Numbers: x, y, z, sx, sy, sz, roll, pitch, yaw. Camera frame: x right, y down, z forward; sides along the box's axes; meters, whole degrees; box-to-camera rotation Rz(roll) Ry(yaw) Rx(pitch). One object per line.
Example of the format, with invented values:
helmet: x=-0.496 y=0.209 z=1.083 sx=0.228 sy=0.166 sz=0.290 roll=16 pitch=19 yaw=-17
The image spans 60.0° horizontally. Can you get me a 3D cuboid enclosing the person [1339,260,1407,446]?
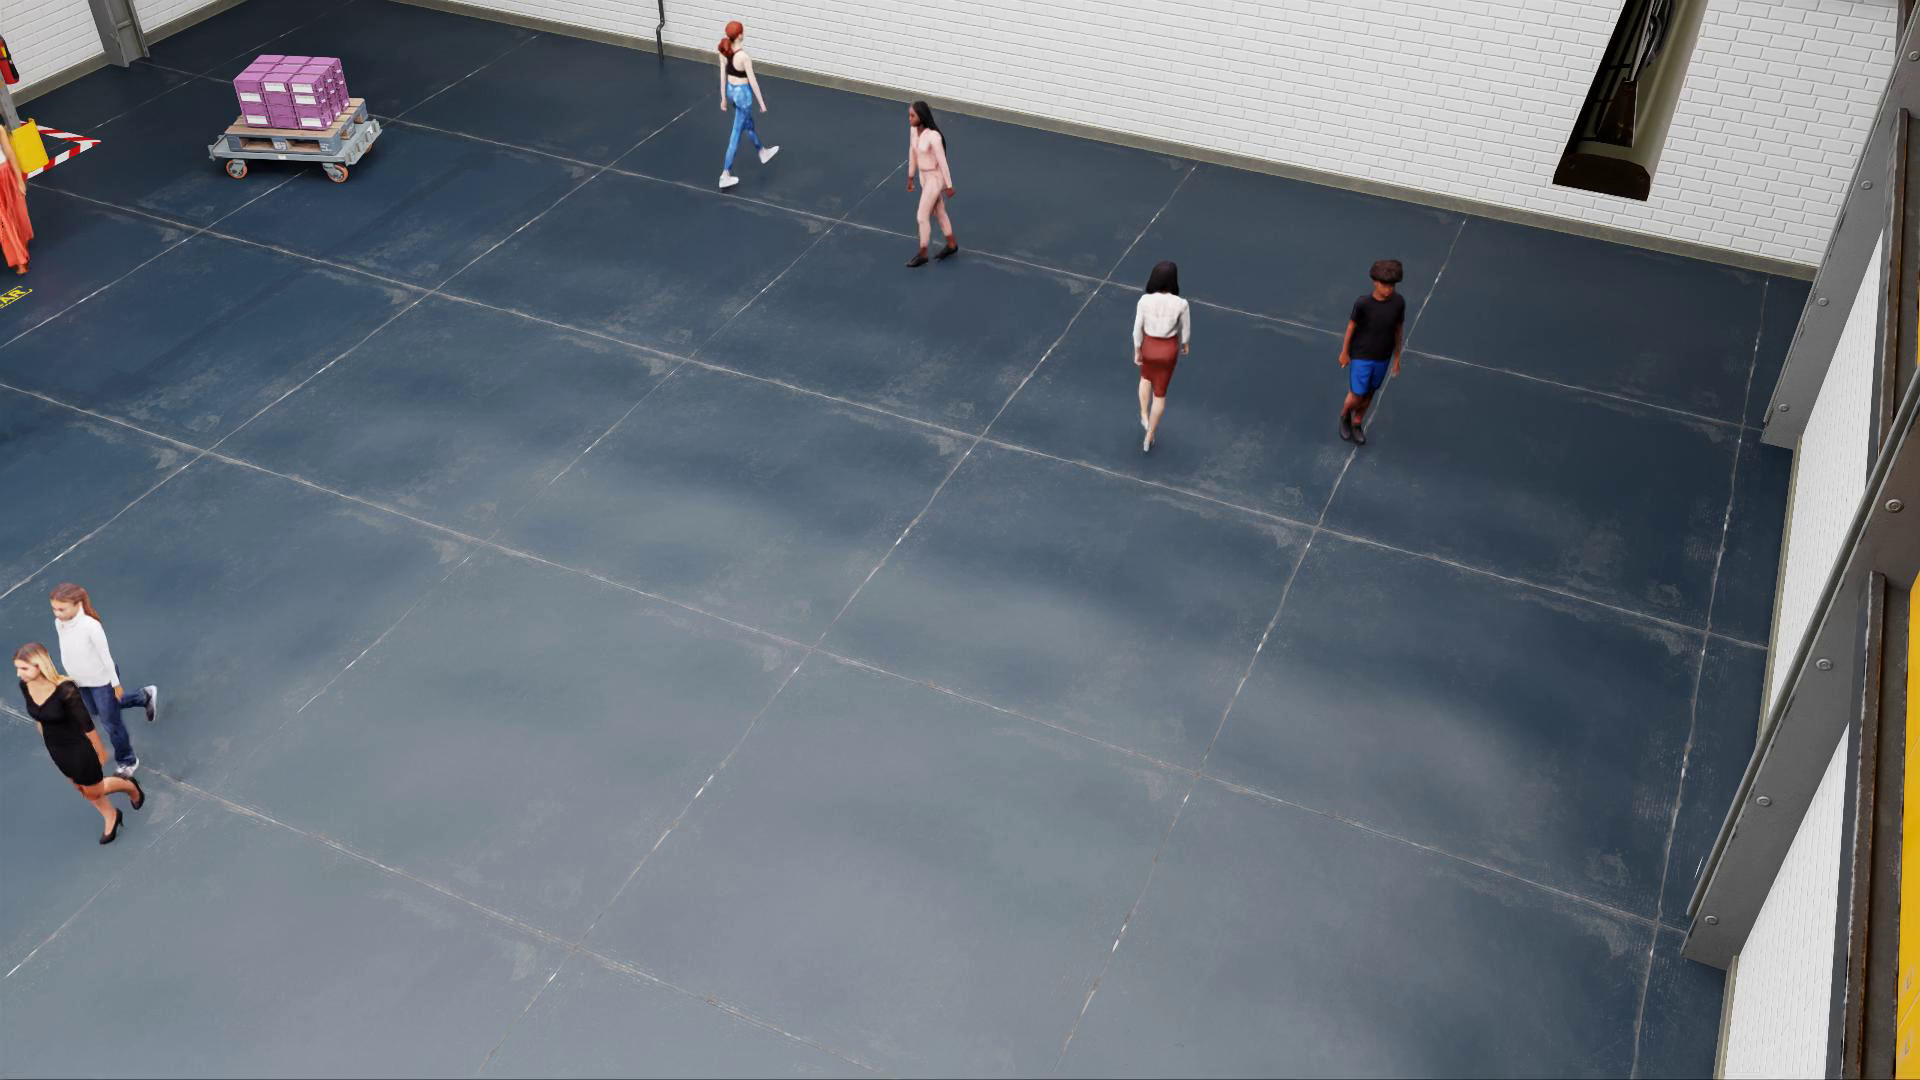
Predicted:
person: x=3.422 y=-1.618 z=13.961 sx=0.752 sy=1.777 sz=0.796 roll=-5 pitch=39 yaw=-6

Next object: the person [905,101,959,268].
person: x=-0.189 y=-3.551 z=16.456 sx=1.018 sy=1.684 sz=0.916 roll=-21 pitch=43 yaw=-24

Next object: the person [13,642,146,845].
person: x=-5.516 y=1.244 z=10.466 sx=0.624 sy=1.665 sz=0.708 roll=10 pitch=40 yaw=12

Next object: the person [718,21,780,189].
person: x=-2.398 y=-4.599 z=17.732 sx=0.789 sy=1.729 sz=1.266 roll=27 pitch=46 yaw=29

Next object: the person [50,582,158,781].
person: x=-5.678 y=0.869 z=11.034 sx=0.582 sy=1.542 sz=0.921 roll=11 pitch=40 yaw=13

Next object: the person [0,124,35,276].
person: x=-9.485 y=-3.575 z=16.446 sx=1.278 sy=1.734 sz=1.267 roll=-15 pitch=41 yaw=-18

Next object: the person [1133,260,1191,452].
person: x=1.645 y=-1.487 z=13.833 sx=0.660 sy=1.732 sz=0.732 roll=10 pitch=40 yaw=12
